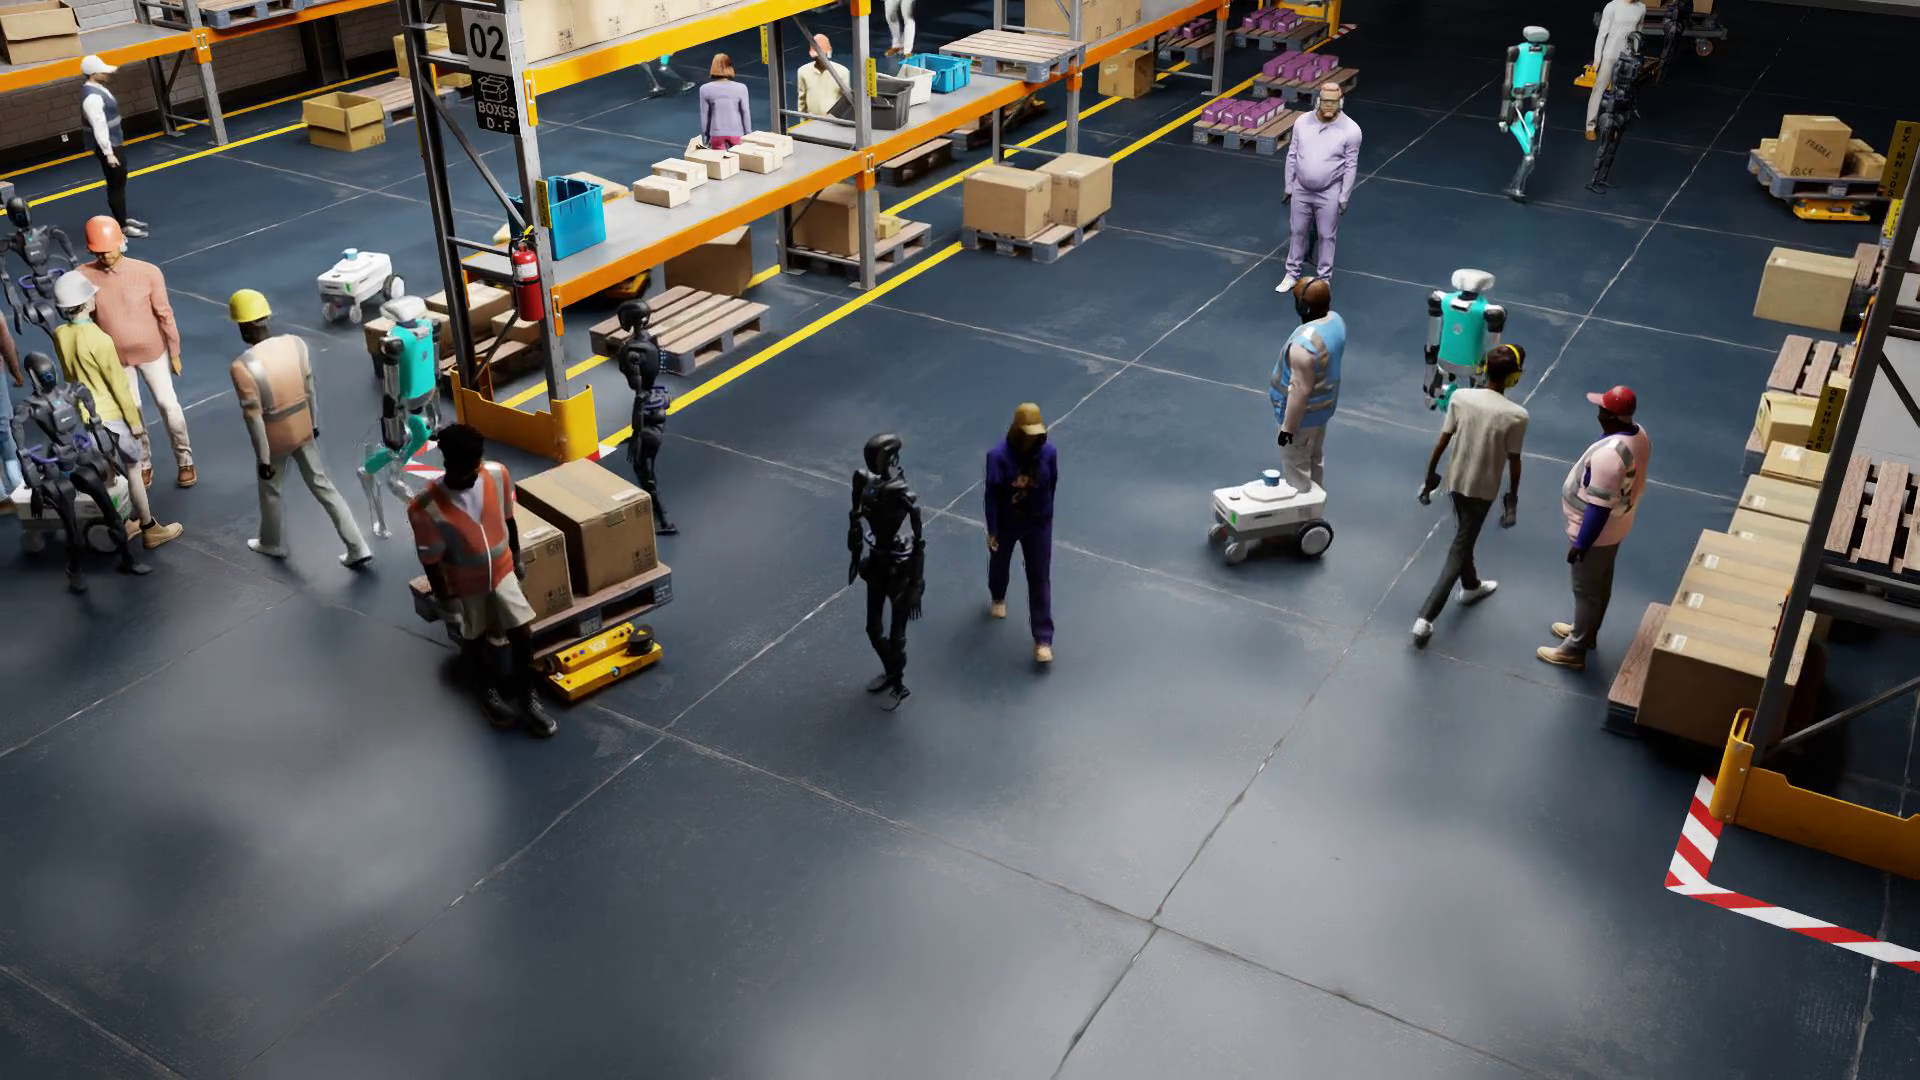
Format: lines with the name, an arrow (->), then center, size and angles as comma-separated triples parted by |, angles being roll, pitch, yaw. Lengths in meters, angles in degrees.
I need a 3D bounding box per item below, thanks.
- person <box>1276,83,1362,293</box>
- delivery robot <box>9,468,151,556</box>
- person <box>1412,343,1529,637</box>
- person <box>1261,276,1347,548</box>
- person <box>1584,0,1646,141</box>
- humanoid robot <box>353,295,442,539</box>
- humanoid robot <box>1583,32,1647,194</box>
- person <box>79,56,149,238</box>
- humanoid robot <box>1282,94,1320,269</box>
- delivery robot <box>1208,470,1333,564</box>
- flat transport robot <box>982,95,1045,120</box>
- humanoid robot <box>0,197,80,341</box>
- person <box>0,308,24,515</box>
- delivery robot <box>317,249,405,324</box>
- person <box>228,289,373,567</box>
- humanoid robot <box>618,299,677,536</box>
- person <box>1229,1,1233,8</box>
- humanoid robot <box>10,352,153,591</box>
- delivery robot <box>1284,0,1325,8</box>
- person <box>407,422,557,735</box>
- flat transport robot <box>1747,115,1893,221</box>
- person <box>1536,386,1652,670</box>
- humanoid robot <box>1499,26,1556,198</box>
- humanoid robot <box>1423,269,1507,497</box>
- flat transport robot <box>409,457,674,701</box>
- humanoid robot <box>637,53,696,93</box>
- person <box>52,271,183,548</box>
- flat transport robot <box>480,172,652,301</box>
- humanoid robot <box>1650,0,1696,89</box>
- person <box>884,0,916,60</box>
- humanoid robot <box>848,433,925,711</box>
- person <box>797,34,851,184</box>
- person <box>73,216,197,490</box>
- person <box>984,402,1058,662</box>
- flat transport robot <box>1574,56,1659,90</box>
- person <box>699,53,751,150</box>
person -> 3.164, -3.089, 14.739 | 0.641, 1.913, 0.414 | 15, 33, 25
delivery robot -> -5.842, -0.218, 11.051 | 0.805, 0.609, 0.499 | -2, 30, -3
person -> 3.039, -0.298, 9.909 | 0.961, 1.816, 0.572 | -23, 37, -34
person -> 2.220, -0.828, 10.812 | 0.430, 1.840, 0.625 | 17, 34, 28
person -> 7.561, -5.570, 19.143 | 0.562, 1.898, 0.352 | -5, 30, -8
humanoid robot -> -3.741, -0.755, 10.839 | 0.853, 1.795, 0.547 | 9, 31, 16
humanoid robot -> 6.917, -4.496, 17.463 | 0.609, 1.660, 0.307 | -23, 37, -35
person -> -8.275, -3.829, 16.207 | 0.454, 1.754, 0.768 | -10, 31, -17
humanoid robot -> 3.275, -3.317, 15.382 | 0.590, 1.646, 0.380 | -7, 30, -11
delivery robot -> 2.036, -0.187, 10.957 | 0.749, 0.569, 0.499 | -9, 31, -15
flat transport robot -> 0.396, -5.184, 20.111 | 0.659, 0.231, 1.431 | 17, 34, 27
humanoid robot -> -6.992, -1.862, 12.813 | 0.614, 1.639, 0.373 | -19, 35, -31
person -> -6.681, -1.120, 11.196 | 0.647, 1.978, 0.458 | -18, 34, -29
delivery robot -> -5.311, -2.271, 14.682 | 0.499, 0.608, 0.797 | 8, 30, 13
person -> -4.249, -0.683, 10.516 | 0.977, 1.881, 0.601 | 14, 32, 23
humanoid robot -> -2.113, -0.784, 10.899 | 0.426, 1.653, 0.608 | -1, 30, -2
person -> 4.372, -9.096, 25.604 | 0.984, 1.677, 0.574 | -22, 36, -33
humanoid robot -> -5.491, -0.432, 10.286 | 0.395, 1.631, 0.611 | 18, 34, 28
delivery robot -> 5.218, -8.181, 25.139 | 0.812, 0.609, 0.499 | 14, 32, 23
person -> -2.525, 0.237, 8.829 | 0.622, 1.930, 0.690 | -25, 38, -36
flat transport robot -> 8.932, -3.640, 17.381 | 0.659, 0.231, 1.431 | 3, 30, 6
person -> 3.646, -0.073, 9.562 | 0.418, 1.754, 0.610 | 20, 35, 31
humanoid robot -> 5.869, -4.313, 17.095 | 0.547, 1.796, 0.850 | -9, 31, -15
humanoid robot -> 3.460, -1.039, 11.279 | 0.532, 1.765, 0.699 | 24, 38, 36
flat transport robot -> -2.494, 0.493, 10.069 | 0.659, 0.231, 1.431 | -26, 38, -38
humanoid robot -> -3.755, -6.407, 20.776 | 0.544, 1.751, 0.947 | 18, 34, 28
person -> -5.509, -0.819, 10.742 | 0.470, 1.895, 0.385 | 10, 31, 17
flat transport robot -> -3.601, -2.424, 15.230 | 1.431, 0.231, 0.659 | 2, 30, 4
humanoid robot -> 9.198, -6.650, 21.261 | 0.315, 1.657, 0.599 | 25, 38, 37
person -> -0.769, -7.441, 22.463 | 0.675, 1.897, 0.404 | 20, 35, 32
humanoid robot -> -0.417, 0.168, 9.219 | 0.591, 1.648, 0.397 | 25, 38, 37
person -> -1.387, -4.310, 17.069 | 0.574, 1.741, 0.350 | 1, 30, 2
person -> -5.698, -1.284, 11.473 | 0.611, 1.986, 0.403 | -6, 30, -11
person -> 0.353, -0.100, 9.782 | 0.442, 1.569, 0.901 | -3, 30, -5
flat transport robot -> 8.641, -6.145, 21.811 | 0.659, 0.231, 1.431 | 21, 36, 32
person -> -2.346, -4.066, 16.750 | 0.501, 1.626, 0.298 | 1, 29, 1
